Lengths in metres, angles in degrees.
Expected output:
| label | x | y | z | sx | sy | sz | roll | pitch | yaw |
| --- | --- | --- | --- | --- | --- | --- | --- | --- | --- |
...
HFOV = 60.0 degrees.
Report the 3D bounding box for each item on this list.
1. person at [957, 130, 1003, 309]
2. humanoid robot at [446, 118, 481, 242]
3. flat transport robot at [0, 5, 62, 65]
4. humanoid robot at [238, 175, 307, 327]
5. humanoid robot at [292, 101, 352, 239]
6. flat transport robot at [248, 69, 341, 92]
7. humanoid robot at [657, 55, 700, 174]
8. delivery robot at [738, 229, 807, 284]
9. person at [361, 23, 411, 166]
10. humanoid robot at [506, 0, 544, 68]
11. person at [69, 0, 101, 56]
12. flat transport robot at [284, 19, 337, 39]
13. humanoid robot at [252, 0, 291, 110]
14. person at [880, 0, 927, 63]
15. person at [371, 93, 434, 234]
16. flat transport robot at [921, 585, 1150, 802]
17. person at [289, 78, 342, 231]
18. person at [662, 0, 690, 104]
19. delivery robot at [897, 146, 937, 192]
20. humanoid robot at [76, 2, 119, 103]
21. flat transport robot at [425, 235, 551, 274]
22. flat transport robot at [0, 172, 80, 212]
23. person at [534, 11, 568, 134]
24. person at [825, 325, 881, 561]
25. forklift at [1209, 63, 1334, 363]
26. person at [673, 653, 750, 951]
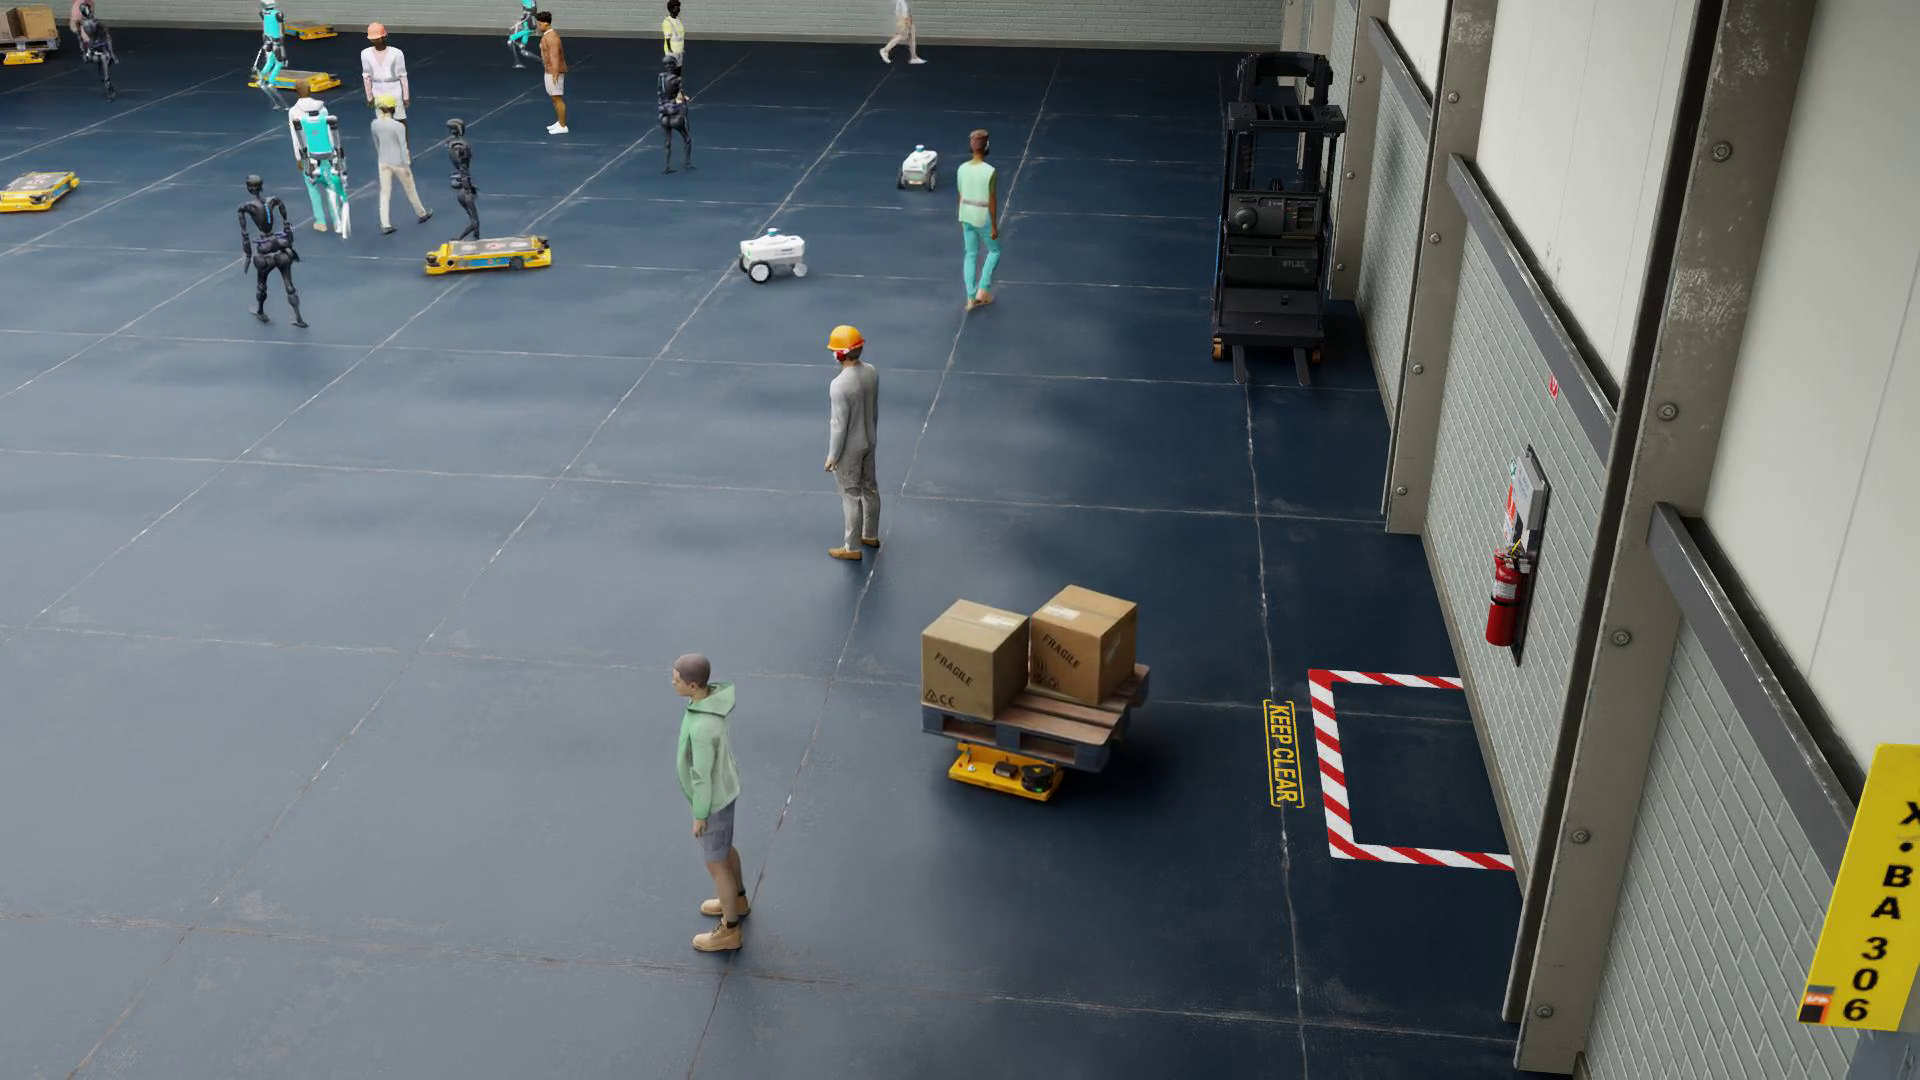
| label | x | y | z | sx | sy | sz | roll | pitch | yaw |
| --- | --- | --- | --- | --- | --- | --- | --- | --- | --- |
| person | 0.224 | -3.513 | 18.260 | 0.522 | 1.964 | 0.511 | 16 | 31 | 29 |
| humanoid robot | -6.013 | -4.252 | 20.083 | 0.472 | 1.641 | 0.583 | -7 | 28 | -14 |
| flat transport robot | -17.758 | -9.270 | 31.645 | 0.659 | 0.231 | 1.431 | -10 | 28 | -20 |
| humanoid robot | -7.406 | -3.107 | 17.807 | 0.758 | 1.623 | 0.608 | 20 | 33 | 34 |
| humanoid robot | -7.883 | -4.644 | 20.819 | 0.535 | 1.811 | 0.844 | -2 | 27 | -4 |
| flat transport robot | -11.721 | -8.082 | 29.273 | 1.431 | 0.231 | 0.659 | 8 | 28 | 16 |
| humanoid robot | -4.072 | -6.080 | 23.710 | 0.589 | 1.647 | 0.560 | 19 | 32 | 33 |
| delivery robot | -2.209 | -3.335 | 19.496 | 0.812 | 0.611 | 0.499 | -10 | 28 | -20 |
| person | -8.241 | -6.393 | 23.925 | 0.612 | 2.041 | 0.391 | -2 | 27 | -3 |
| humanoid robot | -7.956 | -9.371 | 30.218 | 1.016 | 1.740 | 0.552 | -16 | 31 | -29 |
| person | -16.734 | -10.148 | 31.601 | 0.450 | 1.893 | 0.652 | -6 | 27 | -12 |
| flat transport robot | -13.352 | -10.409 | 33.919 | 0.659 | 0.231 | 1.431 | -24 | 35 | -39 |
| humanoid robot | -11.379 | -7.930 | 27.315 | 0.534 | 1.788 | 0.670 | 17 | 31 | 30 |
| person | -1.064 | -9.791 | 30.922 | 0.814 | 1.849 | 0.513 | 0 | 27 | 0 |
| person | -7.153 | -4.795 | 21.088 | 0.543 | 1.713 | 0.897 | 9 | 28 | 18 |
| flat transport robot | 0.509 | 1.183 | 10.776 | 0.659 | 0.231 | 1.431 | 11 | 29 | 21 |
| person | -8.162 | -4.880 | 21.078 | 0.519 | 1.896 | 0.391 | -15 | 30 | -27 |
| person | -4.786 | -8.211 | 27.938 | 0.322 | 1.692 | 0.530 | 8 | 28 | 16 |
| delivery robot | -0.564 | -5.165 | 23.148 | 0.499 | 0.610 | 0.788 | 6 | 27 | 12 |
| humanoid robot | -14.483 | -8.260 | 28.089 | 0.601 | 1.627 | 0.679 | 1 | 27 | 2 |
| flat transport robot | -5.655 | -3.420 | 19.966 | 1.431 | 0.231 | 0.659 | -6 | 27 | -12 |
| flat transport robot | -12.550 | -4.741 | 22.603 | 0.659 | 0.231 | 1.431 | -4 | 27 | -7 |
| person | -6.341 | -7.313 | 25.984 | 0.413 | 1.842 | 0.794 | -10 | 28 | -20 |
| person | -0.826 | -0.749 | 12.827 | 0.366 | 1.892 | 0.558 | 16 | 31 | 28 |
| forklift | 3.241 | -3.477 | 17.183 | 1.129 | 2.768 | 1.873 | 3 | 27 | 6 |
| person | -1.308 | 1.367 | 8.784 | 0.316 | 1.732 | 0.476 | -2 | 27 | -3 |
